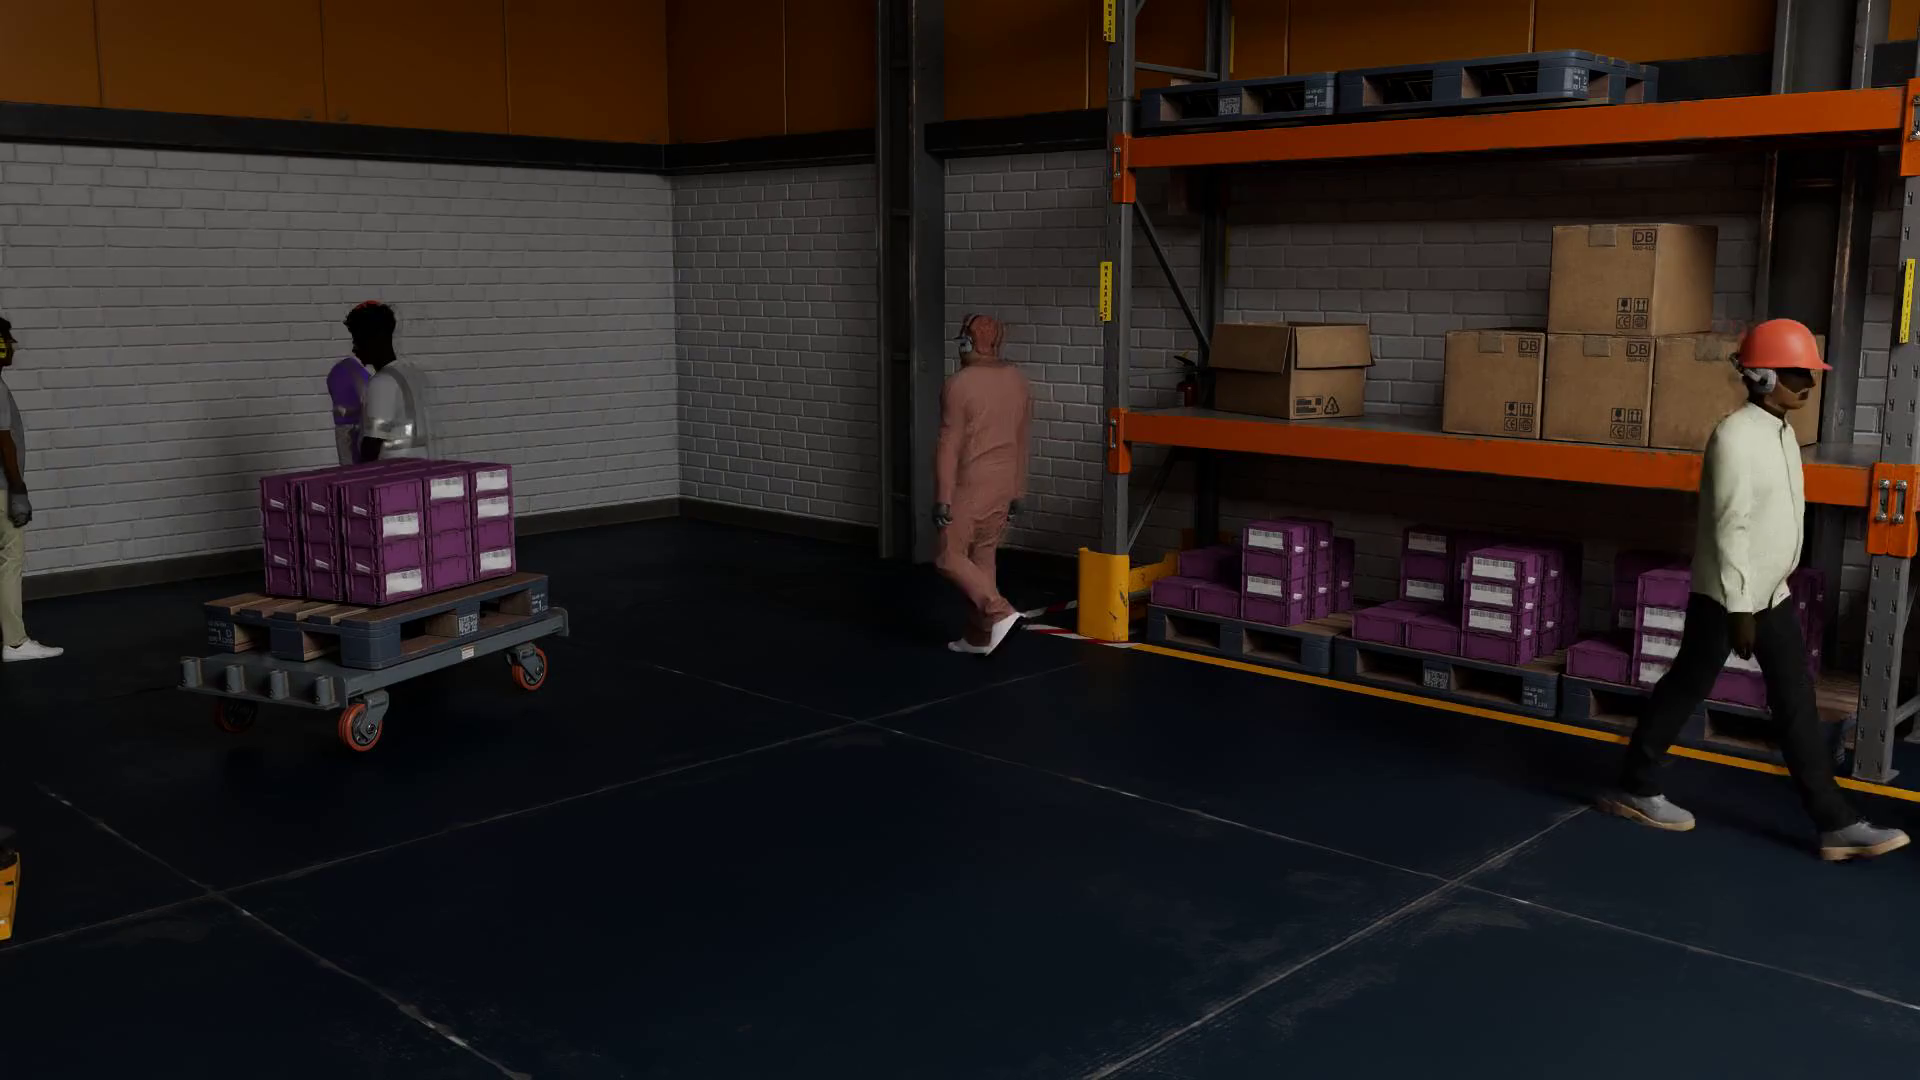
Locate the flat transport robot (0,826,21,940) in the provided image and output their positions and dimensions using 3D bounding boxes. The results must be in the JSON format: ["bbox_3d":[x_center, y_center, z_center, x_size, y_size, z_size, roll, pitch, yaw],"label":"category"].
[{"bbox_3d":[-3.737,1.157,5.129,1.431,0.197,0.652,-5,10,-26],"label":"flat transport robot"}]

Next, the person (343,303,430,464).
[{"bbox_3d":[-3.141,-0.310,9.042,0.563,1.934,0.605,-2,9,-10],"label":"person"}]

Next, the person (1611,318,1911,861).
[{"bbox_3d":[2.886,0.180,6.012,0.643,1.939,1.050,-8,12,-41],"label":"person"}]

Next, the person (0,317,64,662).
[{"bbox_3d":[-5.187,-0.271,9.024,0.532,1.862,0.319,7,12,39],"label":"person"}]

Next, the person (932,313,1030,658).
[{"bbox_3d":[0.123,-0.268,8.928,0.534,1.884,0.659,8,12,40],"label":"person"}]

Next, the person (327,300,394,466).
[{"bbox_3d":[-3.477,-0.445,9.869,0.376,1.934,0.547,2,10,14],"label":"person"}]
